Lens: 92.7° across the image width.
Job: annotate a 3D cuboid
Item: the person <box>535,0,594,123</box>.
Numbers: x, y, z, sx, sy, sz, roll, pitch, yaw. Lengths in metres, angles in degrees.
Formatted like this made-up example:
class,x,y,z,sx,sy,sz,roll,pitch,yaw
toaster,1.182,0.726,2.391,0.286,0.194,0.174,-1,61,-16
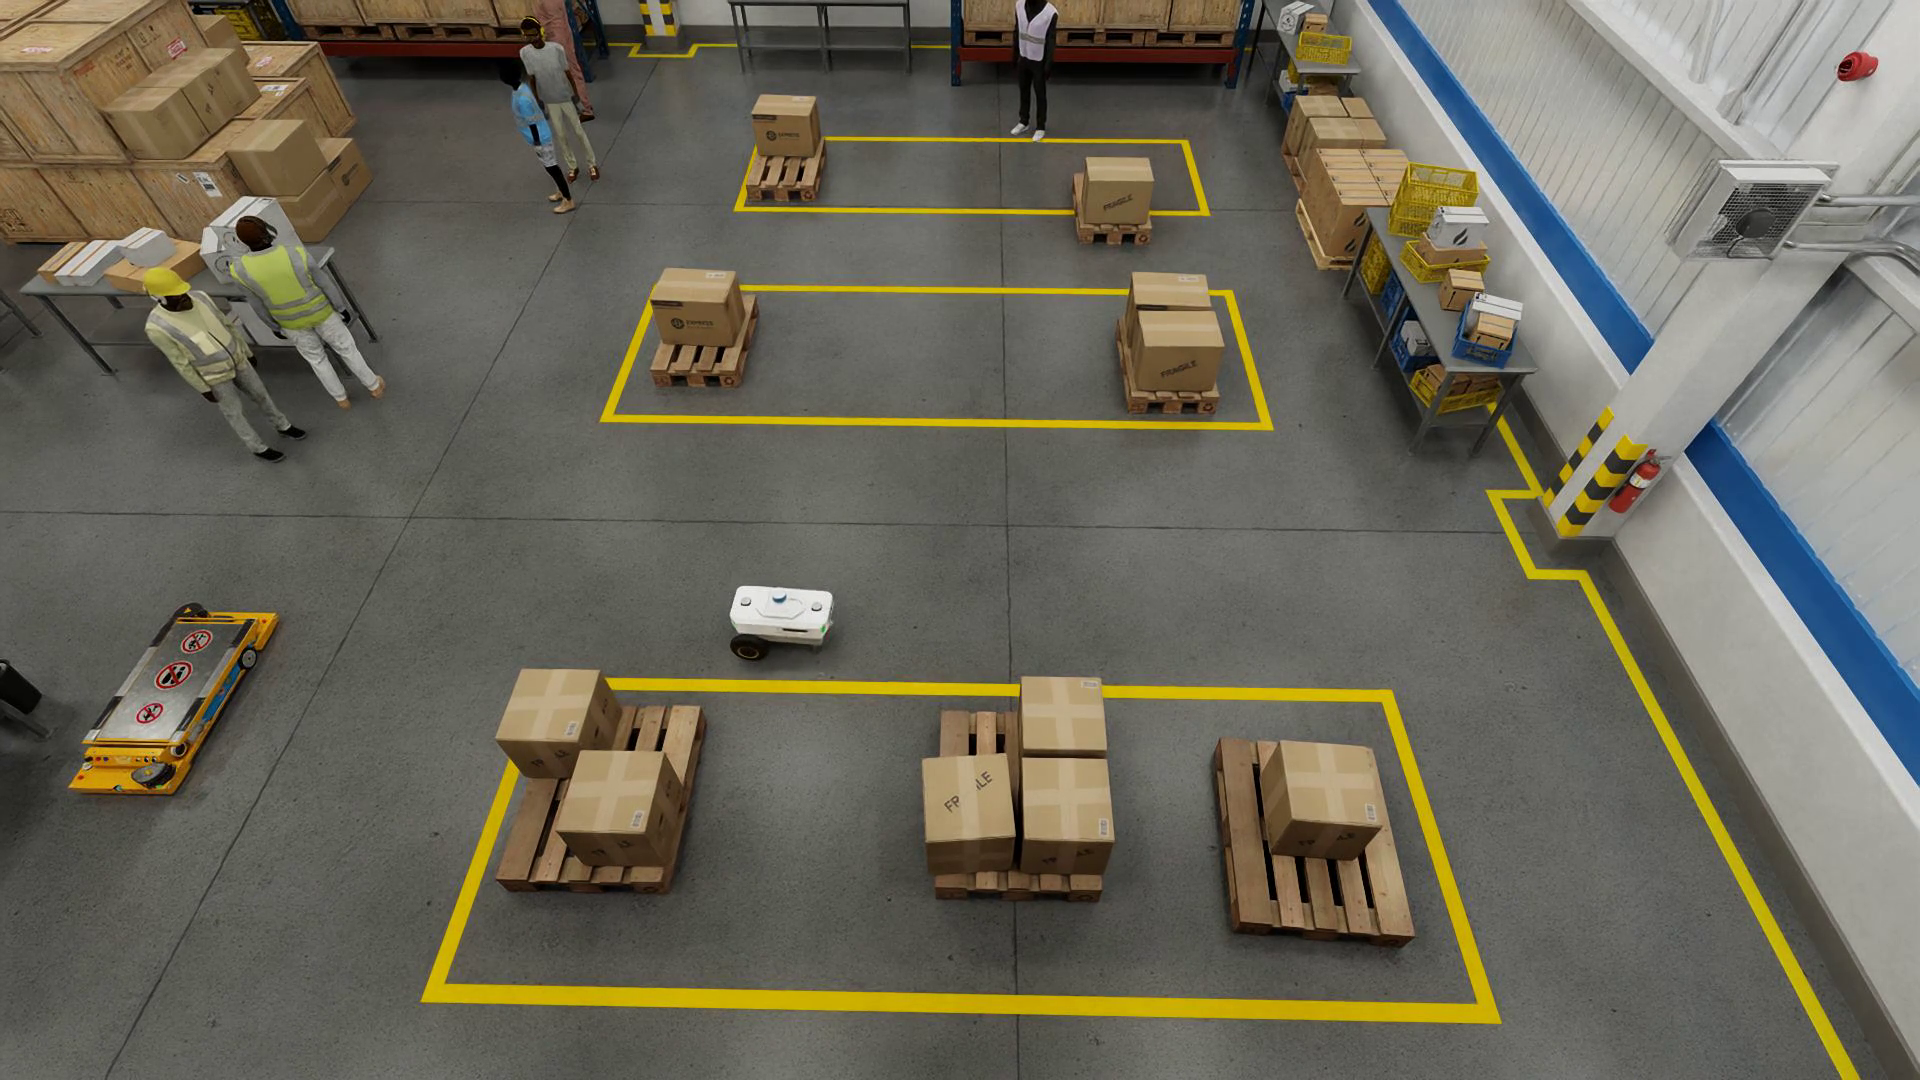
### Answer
class,x,y,z,sx,sy,sz,roll,pitch,yaw
person,-5.097,-6.343,11.648,0.410,1.912,0.651,-14,51,-11

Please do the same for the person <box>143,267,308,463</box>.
class,x,y,z,sx,sy,sz,roll,pitch,yaw
person,-6.082,-1.436,7.558,0.403,1.824,0.599,11,51,10

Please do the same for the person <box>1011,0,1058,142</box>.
class,x,y,z,sx,sy,sz,roll,pitch,yaw
person,0.905,-5.950,11.318,0.589,1.910,0.376,31,56,24

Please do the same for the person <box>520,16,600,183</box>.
class,x,y,z,sx,sy,sz,roll,pitch,yaw
person,-4.644,-5.072,10.615,0.518,1.856,0.329,-8,50,-7

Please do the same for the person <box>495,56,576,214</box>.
class,x,y,z,sx,sy,sz,roll,pitch,yaw
person,-4.725,-4.507,10.242,0.325,1.689,0.538,-19,52,-15

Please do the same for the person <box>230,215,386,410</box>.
class,x,y,z,sx,sy,sz,roll,pitch,yaw
person,-5.690,-1.956,7.984,0.634,1.839,0.429,-24,54,-19

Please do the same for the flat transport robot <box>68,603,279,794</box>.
class,x,y,z,sx,sy,sz,roll,pitch,yaw
flat transport robot,-5.504,1.072,6.442,0.652,0.197,1.431,1,50,1

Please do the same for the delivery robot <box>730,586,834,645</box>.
class,x,y,z,sx,sy,sz,roll,pitch,yaw
delivery robot,-1.281,0.528,6.658,0.707,0.478,0.477,4,50,3
